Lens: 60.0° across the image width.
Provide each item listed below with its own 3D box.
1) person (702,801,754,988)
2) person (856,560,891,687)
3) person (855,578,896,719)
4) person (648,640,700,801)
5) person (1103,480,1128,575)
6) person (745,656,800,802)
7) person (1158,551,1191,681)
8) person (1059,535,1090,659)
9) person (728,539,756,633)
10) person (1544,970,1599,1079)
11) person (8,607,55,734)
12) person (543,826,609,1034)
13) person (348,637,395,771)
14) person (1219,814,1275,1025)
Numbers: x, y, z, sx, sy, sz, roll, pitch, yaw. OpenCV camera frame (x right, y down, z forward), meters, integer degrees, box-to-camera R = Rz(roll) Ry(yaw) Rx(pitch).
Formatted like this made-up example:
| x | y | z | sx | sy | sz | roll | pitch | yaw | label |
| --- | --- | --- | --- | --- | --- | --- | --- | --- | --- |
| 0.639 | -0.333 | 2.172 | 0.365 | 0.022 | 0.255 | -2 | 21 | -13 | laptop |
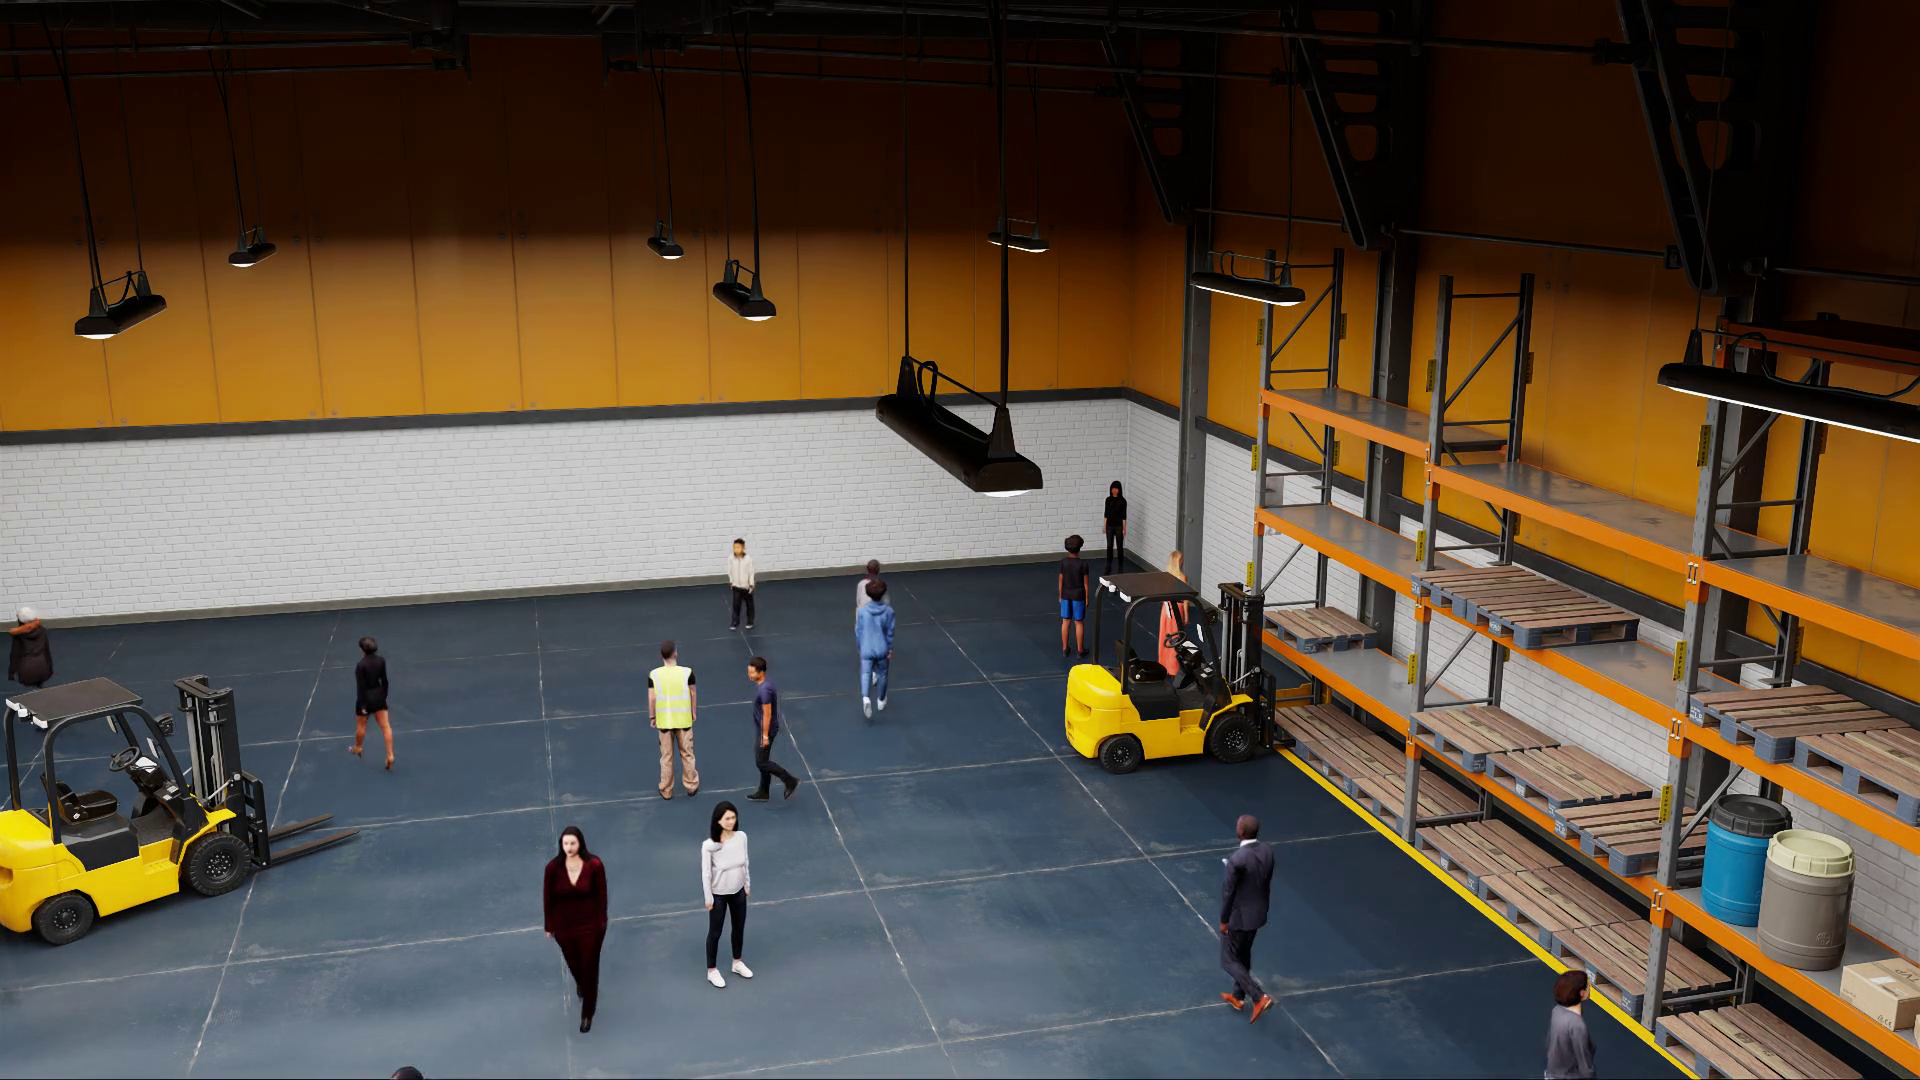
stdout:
| x | y | z | sx | sy | sz | roll | pitch | yaw | label |
| --- | --- | --- | --- | --- | --- | --- | --- | --- | --- |
| -2.065 | 3.100 | 14.697 | 0.681 | 1.698 | 0.669 | -11 | 17 | -37 | person |
| -1.226 | 1.151 | 22.625 | 0.858 | 1.755 | 0.921 | 7 | 15 | 28 | person |
| -1.112 | 1.408 | 21.483 | 0.878 | 1.793 | 1.127 | 1 | 14 | 3 | person |
| -3.235 | 2.028 | 18.814 | 0.688 | 1.845 | 0.708 | -3 | 14 | -13 | person |
| 2.672 | -0.228 | 28.562 | 0.638 | 1.641 | 0.681 | 6 | 15 | 24 | person |
| -2.103 | 2.121 | 18.592 | 0.808 | 1.767 | 0.804 | -1 | 14 | -4 | person |
| 2.953 | 1.029 | 23.019 | 0.760 | 1.806 | 0.634 | -9 | 16 | -34 | person |
| 1.635 | 0.803 | 23.973 | 0.695 | 1.798 | 0.734 | 5 | 15 | 21 | person |
| -3.270 | 0.679 | 25.297 | 0.810 | 1.415 | 1.009 | 2 | 14 | 7 | person |
| 4.116 | 3.850 | 11.560 | 0.956 | 1.717 | 1.181 | 1 | 14 | 4 | person |
| -11.579 | 1.647 | 20.867 | 0.846 | 1.620 | 0.790 | 6 | 15 | 22 | person |
| -3.245 | 3.230 | 14.151 | 0.817 | 1.703 | 1.187 | -1 | 14 | -3 | person |
| -6.874 | 1.960 | 19.611 | 1.107 | 1.602 | 0.972 | 11 | 17 | 37 | person |
| 2.441 | 3.210 | 14.019 | 0.898 | 1.804 | 1.032 | -10 | 17 | -37 | person |
